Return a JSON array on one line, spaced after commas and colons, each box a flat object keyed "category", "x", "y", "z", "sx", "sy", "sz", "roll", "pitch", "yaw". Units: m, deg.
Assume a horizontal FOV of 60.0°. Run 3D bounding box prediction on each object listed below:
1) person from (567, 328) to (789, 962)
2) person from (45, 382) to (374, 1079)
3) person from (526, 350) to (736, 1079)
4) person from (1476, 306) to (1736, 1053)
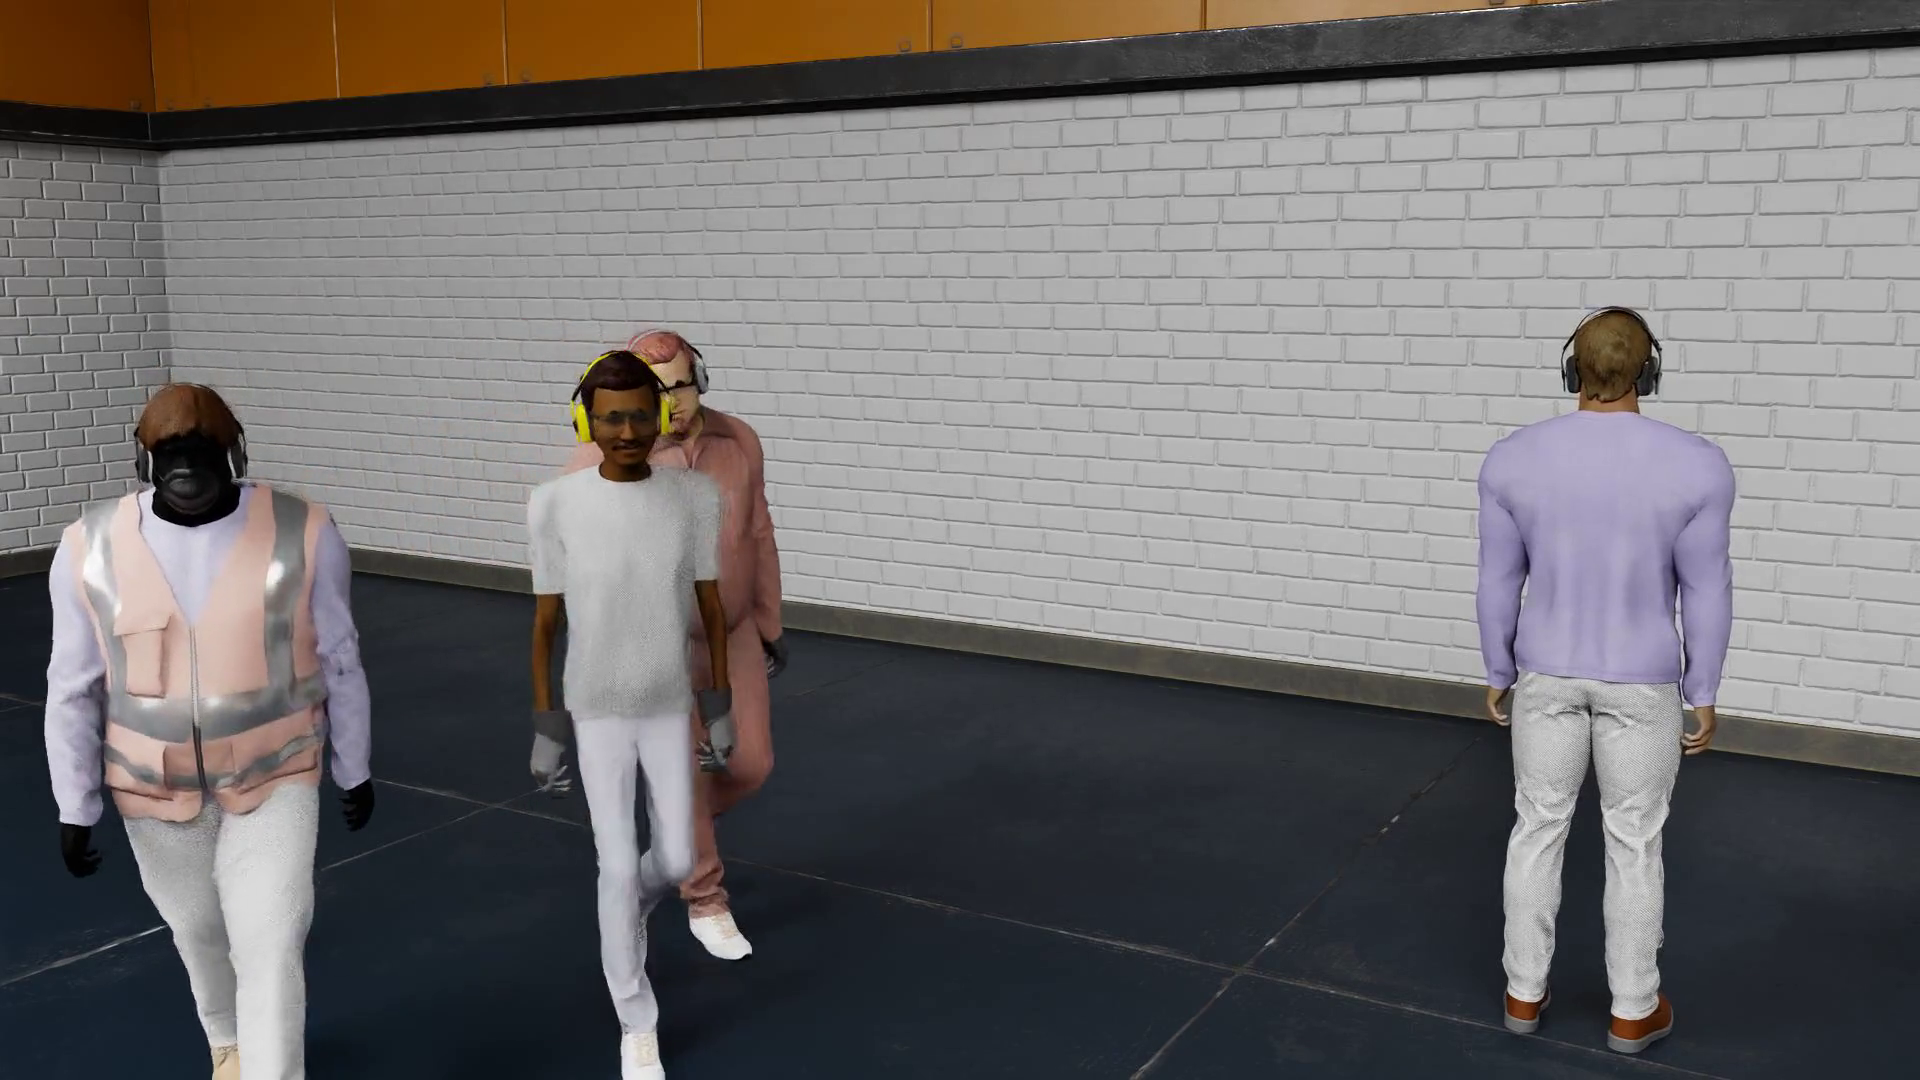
[{"category": "person", "x": -0.828, "y": 0.302, "z": 4.966, "sx": 0.696, "sy": 1.869, "sz": 0.529, "roll": -8, "pitch": 12, "yaw": -40}, {"category": "person", "x": -1.682, "y": 0.537, "z": 3.777, "sx": 0.659, "sy": 1.797, "sz": 0.957, "roll": -2, "pitch": 9, "yaw": -14}, {"category": "person", "x": -0.856, "y": 0.425, "z": 4.294, "sx": 0.533, "sy": 1.844, "sz": 0.664, "roll": -4, "pitch": 10, "yaw": -22}, {"category": "person", "x": 1.663, "y": 0.367, "z": 4.351, "sx": 0.632, "sy": 1.940, "sz": 0.372, "roll": 5, "pitch": 10, "yaw": 30}]
